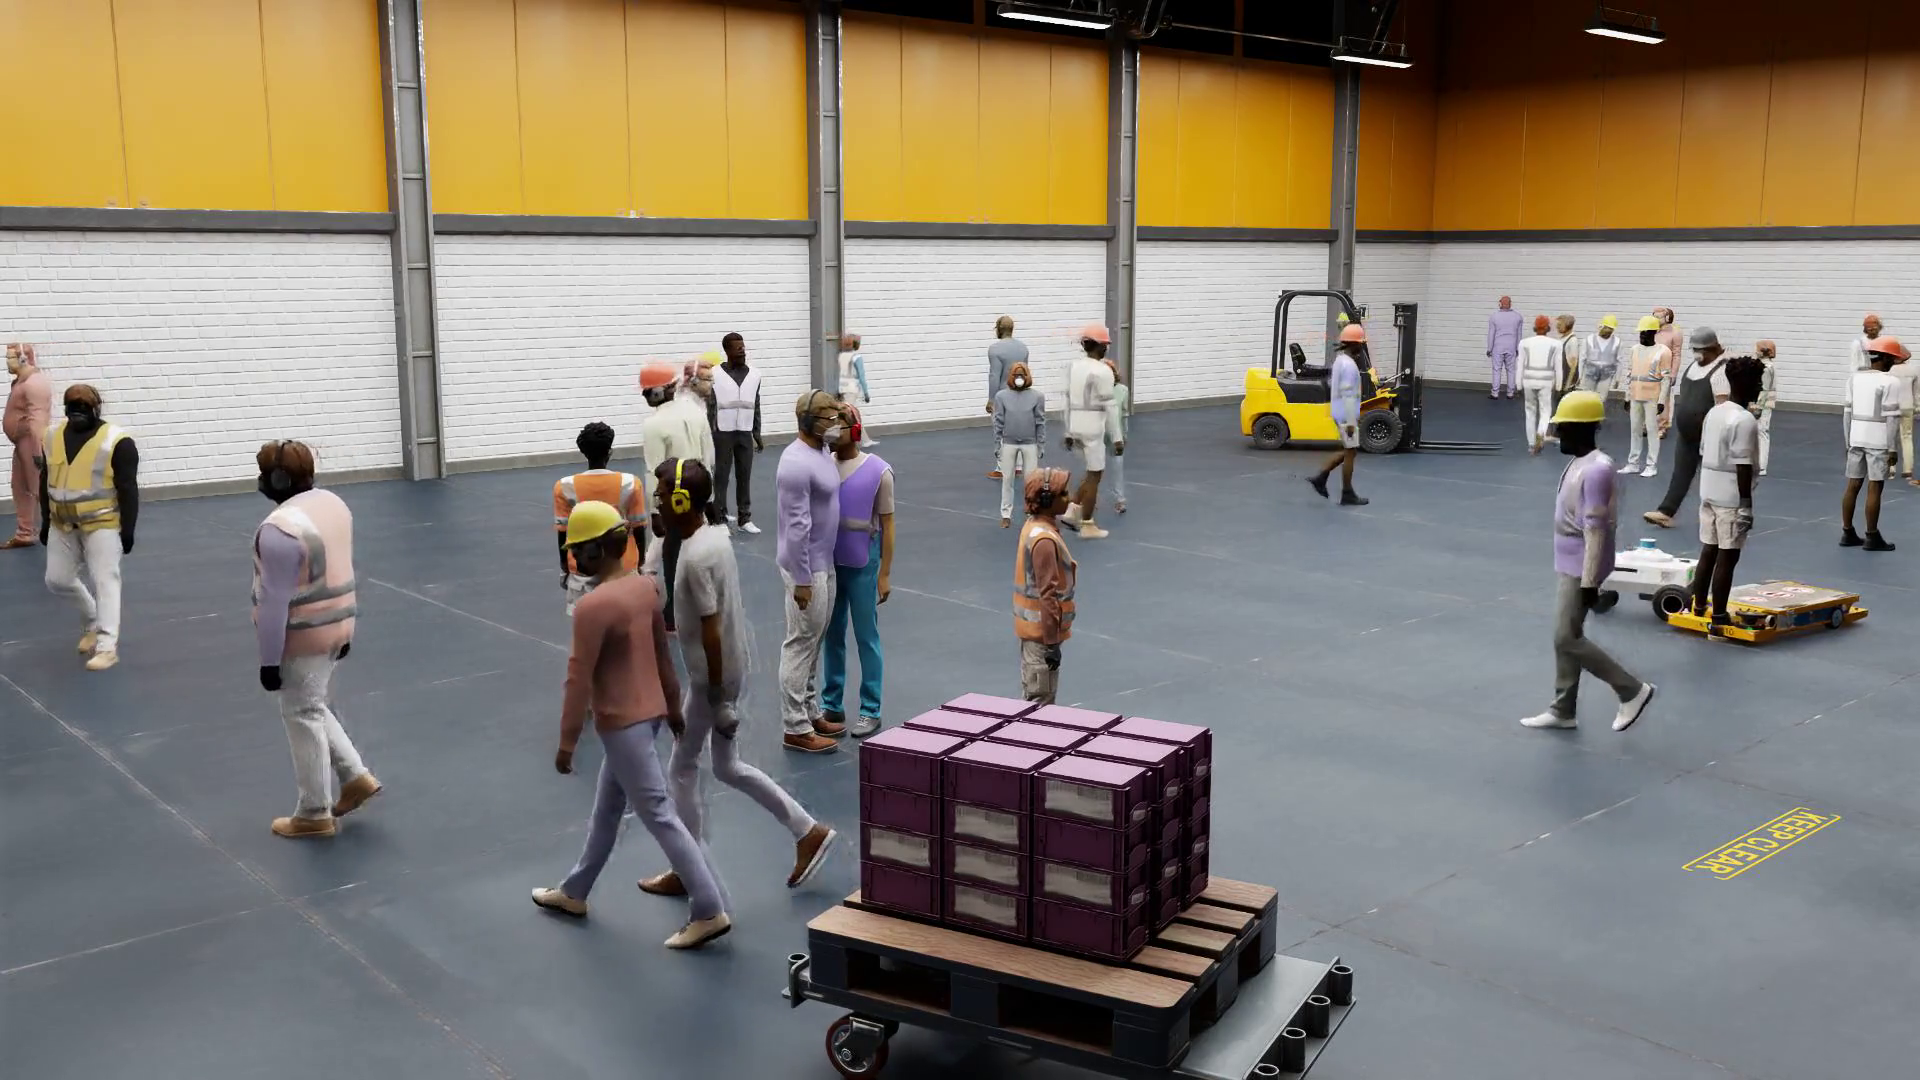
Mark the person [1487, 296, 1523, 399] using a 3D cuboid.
[{"bbox_3d":[10.015,-3.537,30.650,0.641,1.905,0.410,0,10,-3],"label":"person"}]

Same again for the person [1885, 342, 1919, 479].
[{"bbox_3d":[11.116,-1.525,19.700,0.564,1.627,0.319,-2,10,-13],"label":"person"}]

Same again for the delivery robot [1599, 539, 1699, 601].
[{"bbox_3d":[5.048,0.234,12.240,0.707,0.478,0.477,6,12,32],"label":"delivery robot"}]

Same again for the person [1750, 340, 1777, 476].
[{"bbox_3d":[9.639,-1.586,19.995,0.307,1.641,0.513,4,11,24],"label":"person"}]

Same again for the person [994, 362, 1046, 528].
[{"bbox_3d":[0.576,-0.916,16.116,0.501,1.626,0.278,1,10,5],"label":"person"}]

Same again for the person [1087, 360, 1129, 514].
[{"bbox_3d":[1.510,-1.057,17.051,0.530,1.583,0.872,-3,10,-17],"label":"person"}]

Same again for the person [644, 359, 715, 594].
[{"bbox_3d":[-2.177,-0.451,12.717,0.703,1.870,0.662,-3,10,-18],"label":"person"}]

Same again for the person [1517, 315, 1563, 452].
[{"bbox_3d":[7.726,-2.069,22.207,0.583,1.857,0.692,4,11,24],"label":"person"}]

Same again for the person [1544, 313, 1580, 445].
[{"bbox_3d":[8.476,-2.251,23.300,0.341,1.843,0.513,-1,10,-3],"label":"person"}]

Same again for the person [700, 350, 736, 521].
[{"bbox_3d":[-2.536,-1.000,16.315,0.640,1.718,0.502,-6,11,-30],"label":"person"}]

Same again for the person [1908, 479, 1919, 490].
[{"bbox_3d":[11.024,-1.506,18.756,0.389,1.938,0.653,1,10,9],"label":"person"}]

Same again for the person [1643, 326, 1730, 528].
[{"bbox_3d":[7.202,-1.115,16.067,1.057,2.000,0.693,-4,10,-21],"label":"person"}]

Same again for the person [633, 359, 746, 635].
[{"bbox_3d":[-1.832,-0.256,11.329,0.851,1.951,0.659,4,10,21],"label":"person"}]

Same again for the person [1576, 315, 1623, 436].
[{"bbox_3d":[9.463,-2.444,24.641,0.623,1.783,0.657,3,10,17],"label":"person"}]

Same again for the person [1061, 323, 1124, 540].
[{"bbox_3d":[1.247,-1.002,15.471,0.455,2.022,0.640,-5,11,-27],"label":"person"}]

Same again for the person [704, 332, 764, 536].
[{"bbox_3d":[-2.143,-1.003,15.765,0.593,1.922,0.390,-7,12,-34],"label":"person"}]

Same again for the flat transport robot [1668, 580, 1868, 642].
[{"bbox_3d":[5.772,0.489,11.851,1.431,0.197,0.652,-6,12,-33],"label":"flat transport robot"}]

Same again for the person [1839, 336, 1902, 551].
[{"bbox_3d":[8.215,-0.869,14.960,0.382,1.927,0.542,-3,10,-18],"label":"person"}]

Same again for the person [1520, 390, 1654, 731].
[{"bbox_3d":[3.463,0.138,9.112,0.566,1.915,0.589,2,10,12],"label":"person"}]

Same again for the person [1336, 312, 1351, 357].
[{"bbox_3d":[6.238,-2.786,26.704,0.554,1.752,0.530,4,10,22],"label":"person"}]

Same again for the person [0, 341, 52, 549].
[{"bbox_3d":[-8.313,-0.859,15.053,0.796,1.881,0.651,-7,12,-34],"label":"person"}]

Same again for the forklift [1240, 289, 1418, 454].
[{"bbox_3d":[5.034,-2.339,22.783,2.313,2.155,1.214,3,10,16],"label":"forklift"}]

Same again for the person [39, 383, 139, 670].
[{"bbox_3d":[-5.608,-0.095,10.705,0.678,1.830,0.499,1,10,7],"label":"person"}]

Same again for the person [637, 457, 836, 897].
[{"bbox_3d":[-0.931,0.572,6.787,0.770,1.842,0.519,1,10,7],"label":"person"}]

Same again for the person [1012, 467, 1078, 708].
[{"bbox_3d":[0.406,0.463,8.003,0.306,1.639,0.523,-1,10,-4],"label":"person"}]

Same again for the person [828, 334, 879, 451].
[{"bbox_3d":[-1.459,-1.991,22.513,0.879,1.588,0.543,-6,12,-33],"label":"person"}]

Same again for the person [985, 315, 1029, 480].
[{"bbox_3d":[0.545,-1.679,19.669,0.356,1.937,0.638,9,13,43],"label":"person"}]

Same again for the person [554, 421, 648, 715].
[{"bbox_3d":[-2.058,0.166,9.586,0.531,1.692,0.320,-2,10,-12],"label":"person"}]

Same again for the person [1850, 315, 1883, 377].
[{"bbox_3d":[12.161,-2.080,22.269,0.713,1.856,0.431,-4,10,-20],"label":"person"}]

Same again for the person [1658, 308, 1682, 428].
[{"bbox_3d":[10.772,-2.626,25.500,0.633,1.841,0.429,-8,12,-38],"label":"person"}]

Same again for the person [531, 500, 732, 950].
[{"bbox_3d":[-1.287,0.703,6.414,0.942,1.703,0.575,3,10,16],"label":"person"}]

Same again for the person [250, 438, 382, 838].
[{"bbox_3d":[-2.958,0.453,7.497,0.434,1.831,0.652,1,10,5],"label":"person"}]

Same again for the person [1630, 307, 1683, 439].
[{"bbox_3d":[10.064,-2.411,24.053,0.409,1.908,0.639,-9,13,-42],"label":"person"}]

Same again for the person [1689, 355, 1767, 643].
[{"bbox_3d":[5.292,-0.288,11.442,0.367,1.964,0.609,0,10,2],"label":"person"}]

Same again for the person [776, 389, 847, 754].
[{"bbox_3d":[-0.800,0.160,8.907,0.352,1.936,0.635,1,10,7],"label":"person"}]

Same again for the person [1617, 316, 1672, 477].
[{"bbox_3d":[8.211,-1.719,19.934,0.370,1.927,0.588,-5,11,-28],"label":"person"}]

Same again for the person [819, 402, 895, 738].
[{"bbox_3d":[-0.614,0.156,9.194,0.573,1.844,0.376,6,11,30],"label":"person"}]

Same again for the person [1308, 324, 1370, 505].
[{"bbox_3d":[4.064,-1.319,17.590,0.524,1.927,0.559,0,10,1],"label":"person"}]
